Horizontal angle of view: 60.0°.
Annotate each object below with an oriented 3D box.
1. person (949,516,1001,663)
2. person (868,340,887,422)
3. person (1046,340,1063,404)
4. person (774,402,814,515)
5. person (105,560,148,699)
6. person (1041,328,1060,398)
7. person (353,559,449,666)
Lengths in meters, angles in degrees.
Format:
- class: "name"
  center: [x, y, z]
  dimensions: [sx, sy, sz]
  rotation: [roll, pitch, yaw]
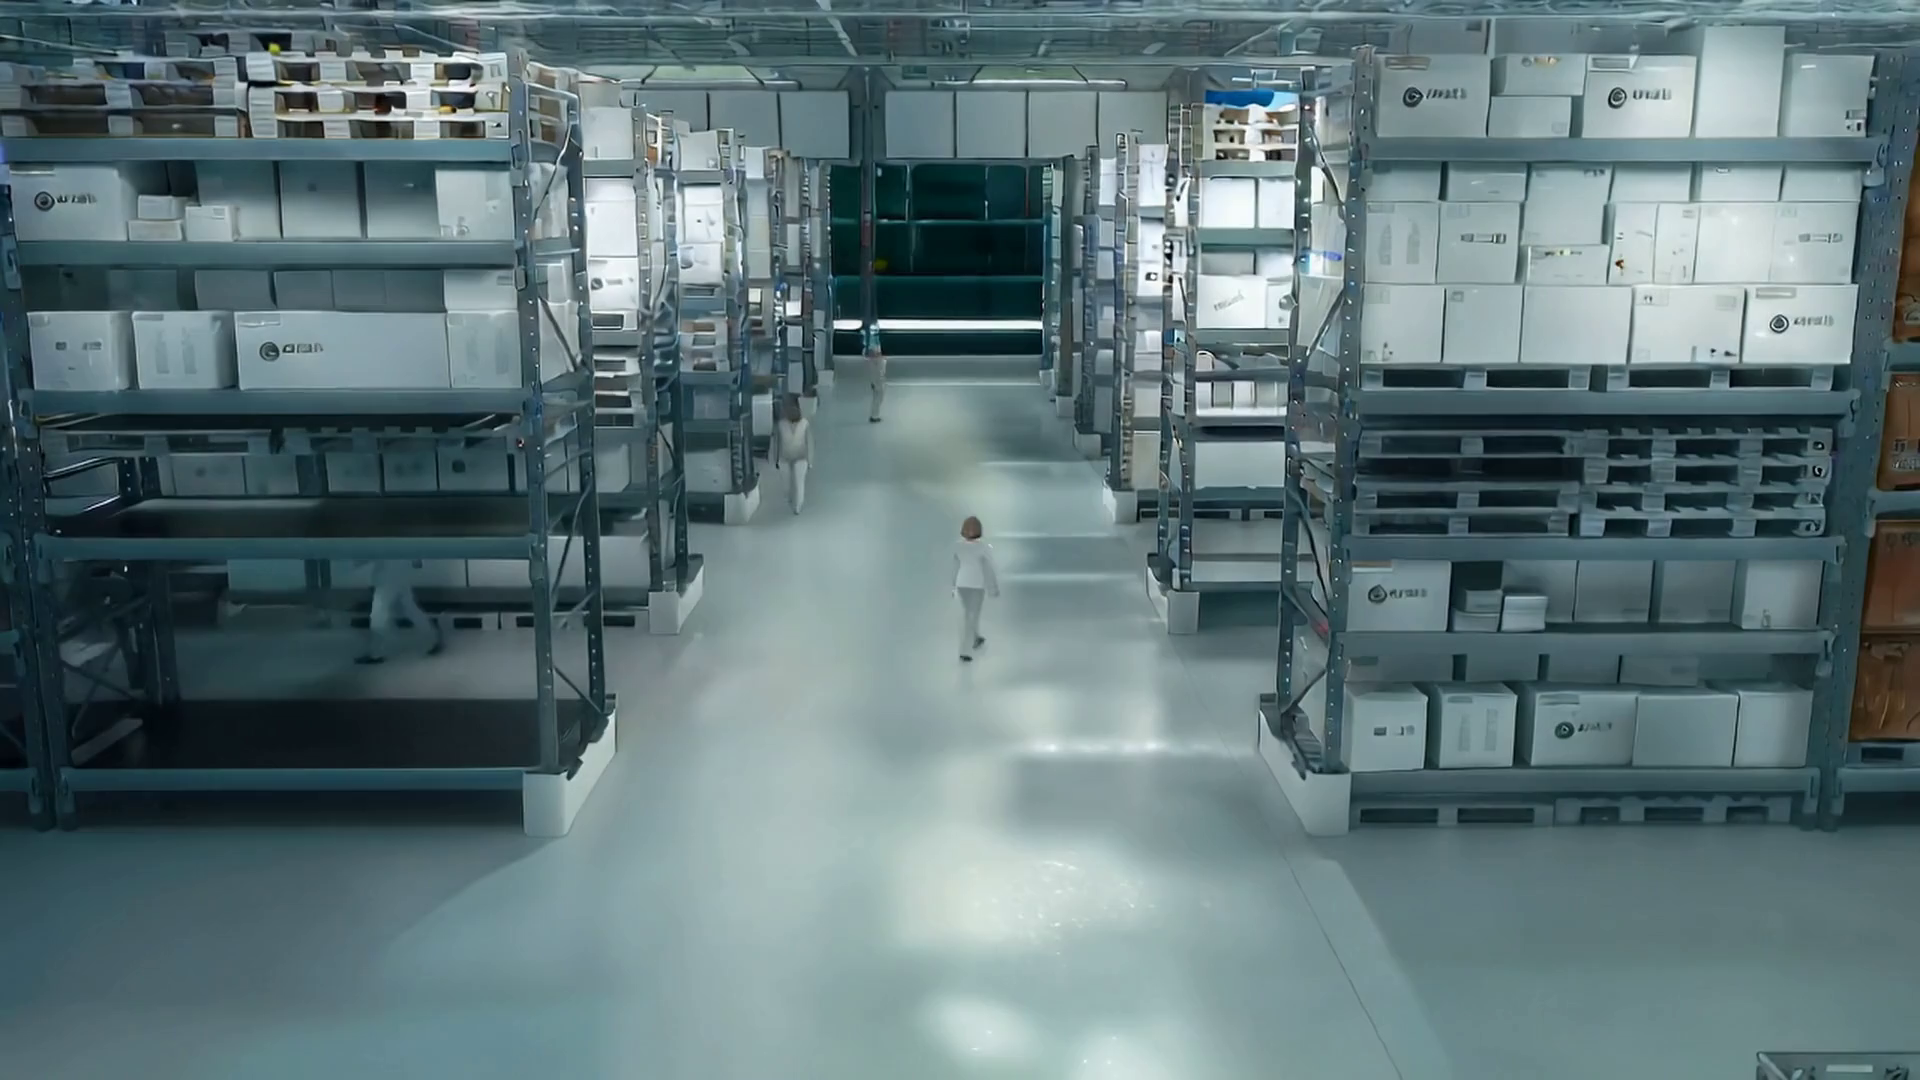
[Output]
- class: "person"
  center: [0.139, 0.527, 18.313]
  dimensions: [0.512, 1.586, 0.872]
  rotation: [6, 13, 29]
- class: "person"
  center: [-1.886, -3.652, 38.320]
  dimensions: [0.401, 1.876, 0.729]
  rotation: [2, 12, 8]
- class: "person"
  center: [2.491, -4.218, 41.822]
  dimensions: [0.856, 1.591, 0.518]
  rotation: [-5, 13, -25]
- class: "person"
  center: [-2.681, -1.339, 26.959]
  dimensions: [0.640, 1.825, 0.651]
  rotation: [0, 11, -1]
- class: "person"
  center: [-8.283, 0.833, 16.511]
  dimensions: [0.322, 1.698, 0.530]
  rotation: [-10, 15, -42]
- class: "person"
  center: [2.466, -4.601, 43.201]
  dimensions: [0.563, 1.803, 0.975]
  rotation: [10, 15, 40]
- class: "person"
  center: [-6.125, 0.421, 18.142]
  dimensions: [0.952, 1.866, 0.639]
  rotation: [-2, 12, -11]
